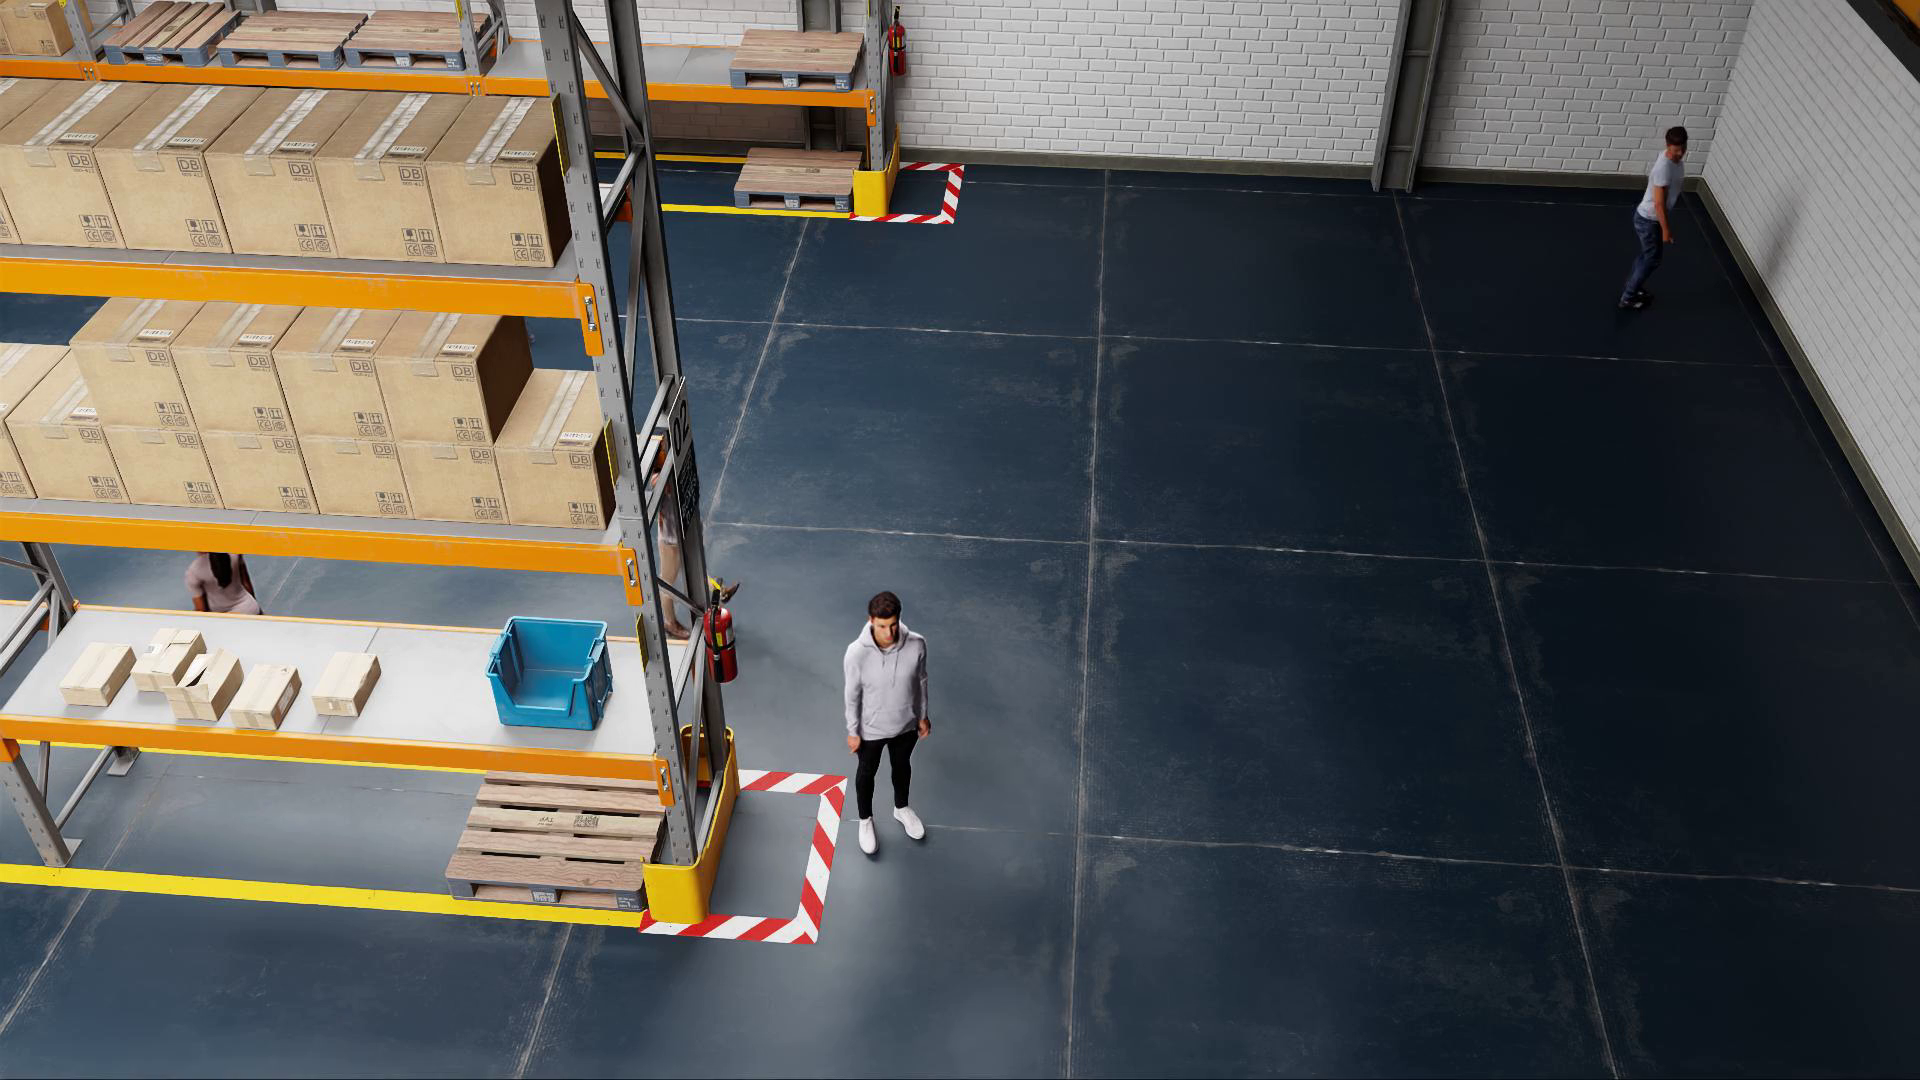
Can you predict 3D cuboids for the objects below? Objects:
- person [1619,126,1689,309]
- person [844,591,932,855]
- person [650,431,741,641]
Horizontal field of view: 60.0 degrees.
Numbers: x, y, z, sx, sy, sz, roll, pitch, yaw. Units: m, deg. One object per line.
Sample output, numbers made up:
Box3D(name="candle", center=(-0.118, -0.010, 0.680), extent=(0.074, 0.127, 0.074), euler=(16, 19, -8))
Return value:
Box3D(name="person", center=(6.189, -2.877, 14.970), extent=(0.786, 1.823, 0.827), euler=(10, 40, 12))
Box3D(name="person", center=(-0.449, 1.058, 9.957), extent=(0.703, 1.930, 0.832), euler=(-14, 41, -17))
Box3D(name="person", center=(-1.881, -0.023, 11.533), extent=(0.772, 1.652, 0.857), euler=(6, 39, 7))
